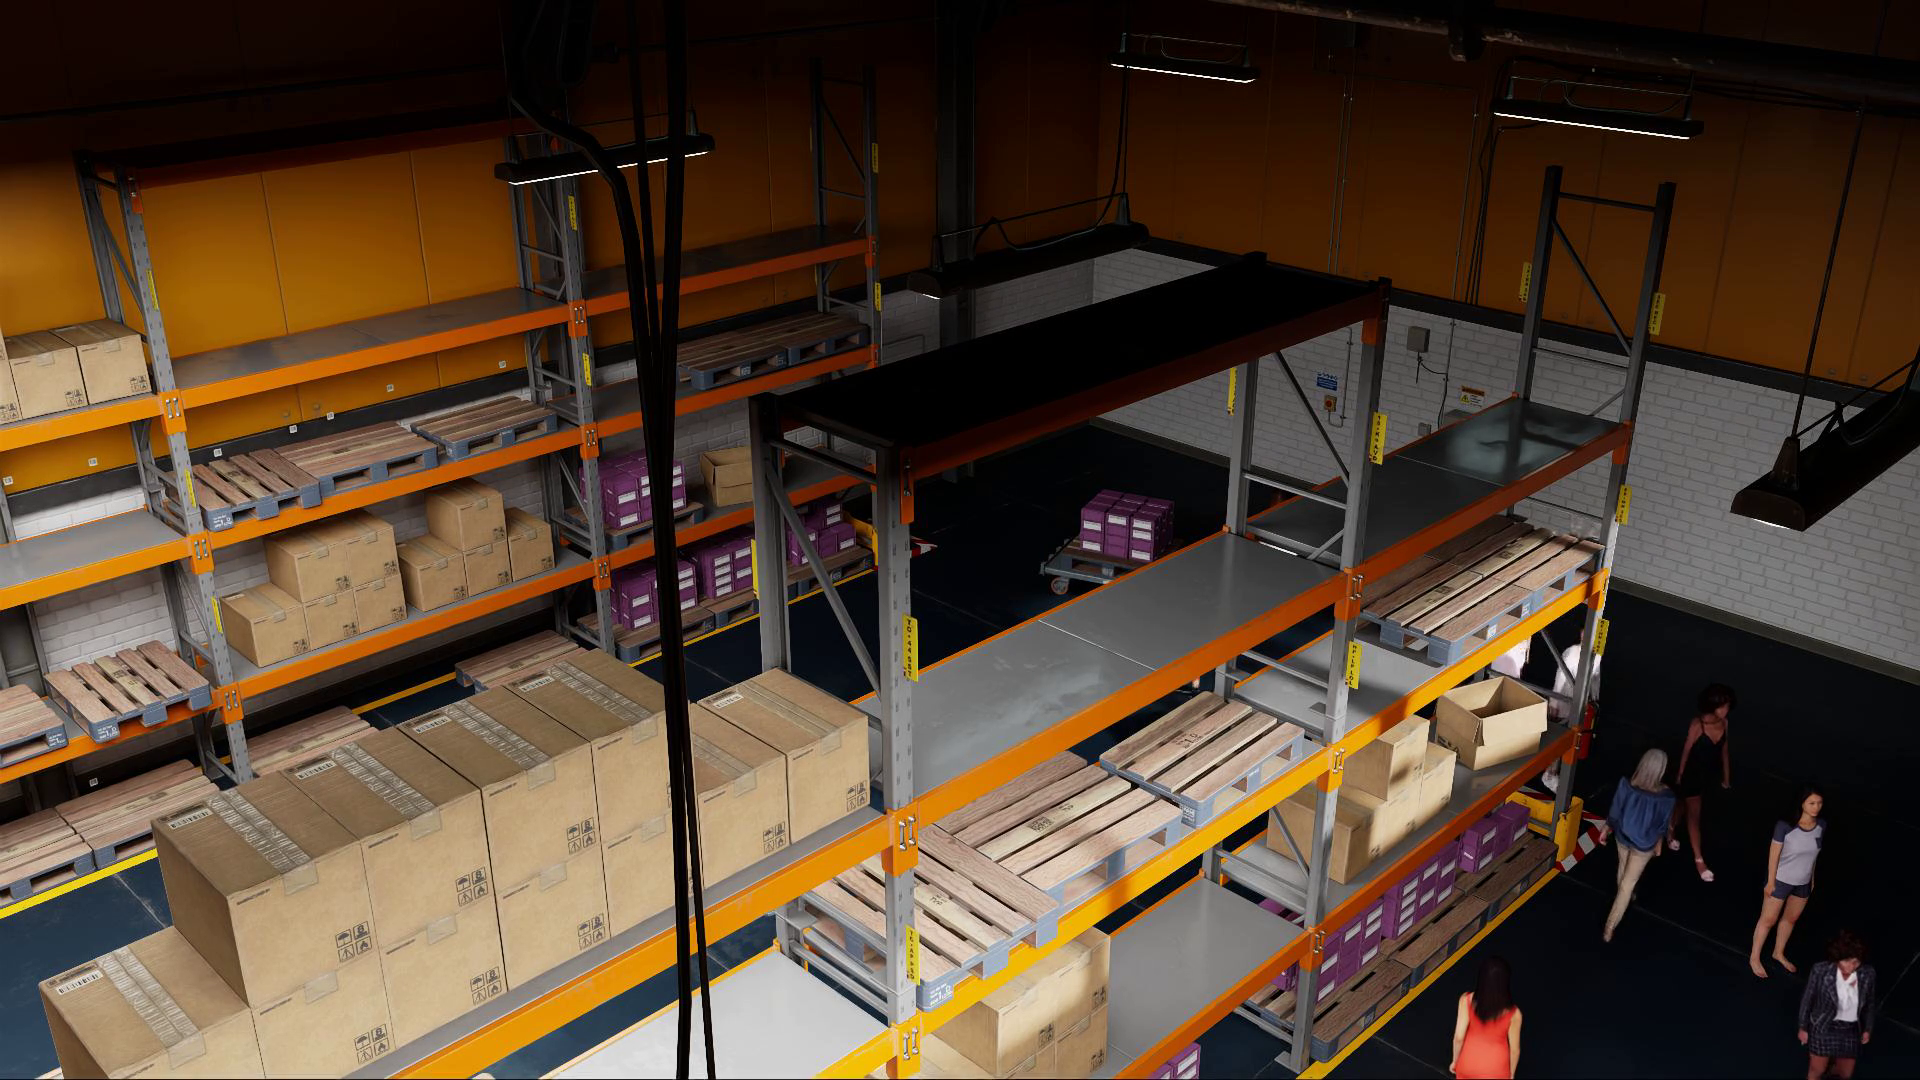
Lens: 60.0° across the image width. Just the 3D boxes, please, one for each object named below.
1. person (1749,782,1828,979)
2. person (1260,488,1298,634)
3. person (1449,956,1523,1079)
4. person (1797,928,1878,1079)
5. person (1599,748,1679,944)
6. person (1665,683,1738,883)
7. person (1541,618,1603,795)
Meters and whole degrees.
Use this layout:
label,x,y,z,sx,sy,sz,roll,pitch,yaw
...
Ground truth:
label,x,y,z,sx,sy,sz,roll,pitch,yaw
person,6.569,2.663,13.151,0.635,1.707,0.740,-6,24,-13
person,3.564,0.218,18.668,0.665,1.767,0.683,6,24,14
person,3.507,3.529,11.151,0.650,1.722,0.636,11,26,24
person,6.064,3.361,11.588,0.856,1.678,0.932,3,24,8
person,5.483,2.515,13.547,0.727,1.660,1.124,16,29,33
person,6.405,2.027,14.553,1.019,1.749,0.900,-8,25,-19
person,5.668,1.515,15.627,0.636,1.827,0.818,-16,28,-32
